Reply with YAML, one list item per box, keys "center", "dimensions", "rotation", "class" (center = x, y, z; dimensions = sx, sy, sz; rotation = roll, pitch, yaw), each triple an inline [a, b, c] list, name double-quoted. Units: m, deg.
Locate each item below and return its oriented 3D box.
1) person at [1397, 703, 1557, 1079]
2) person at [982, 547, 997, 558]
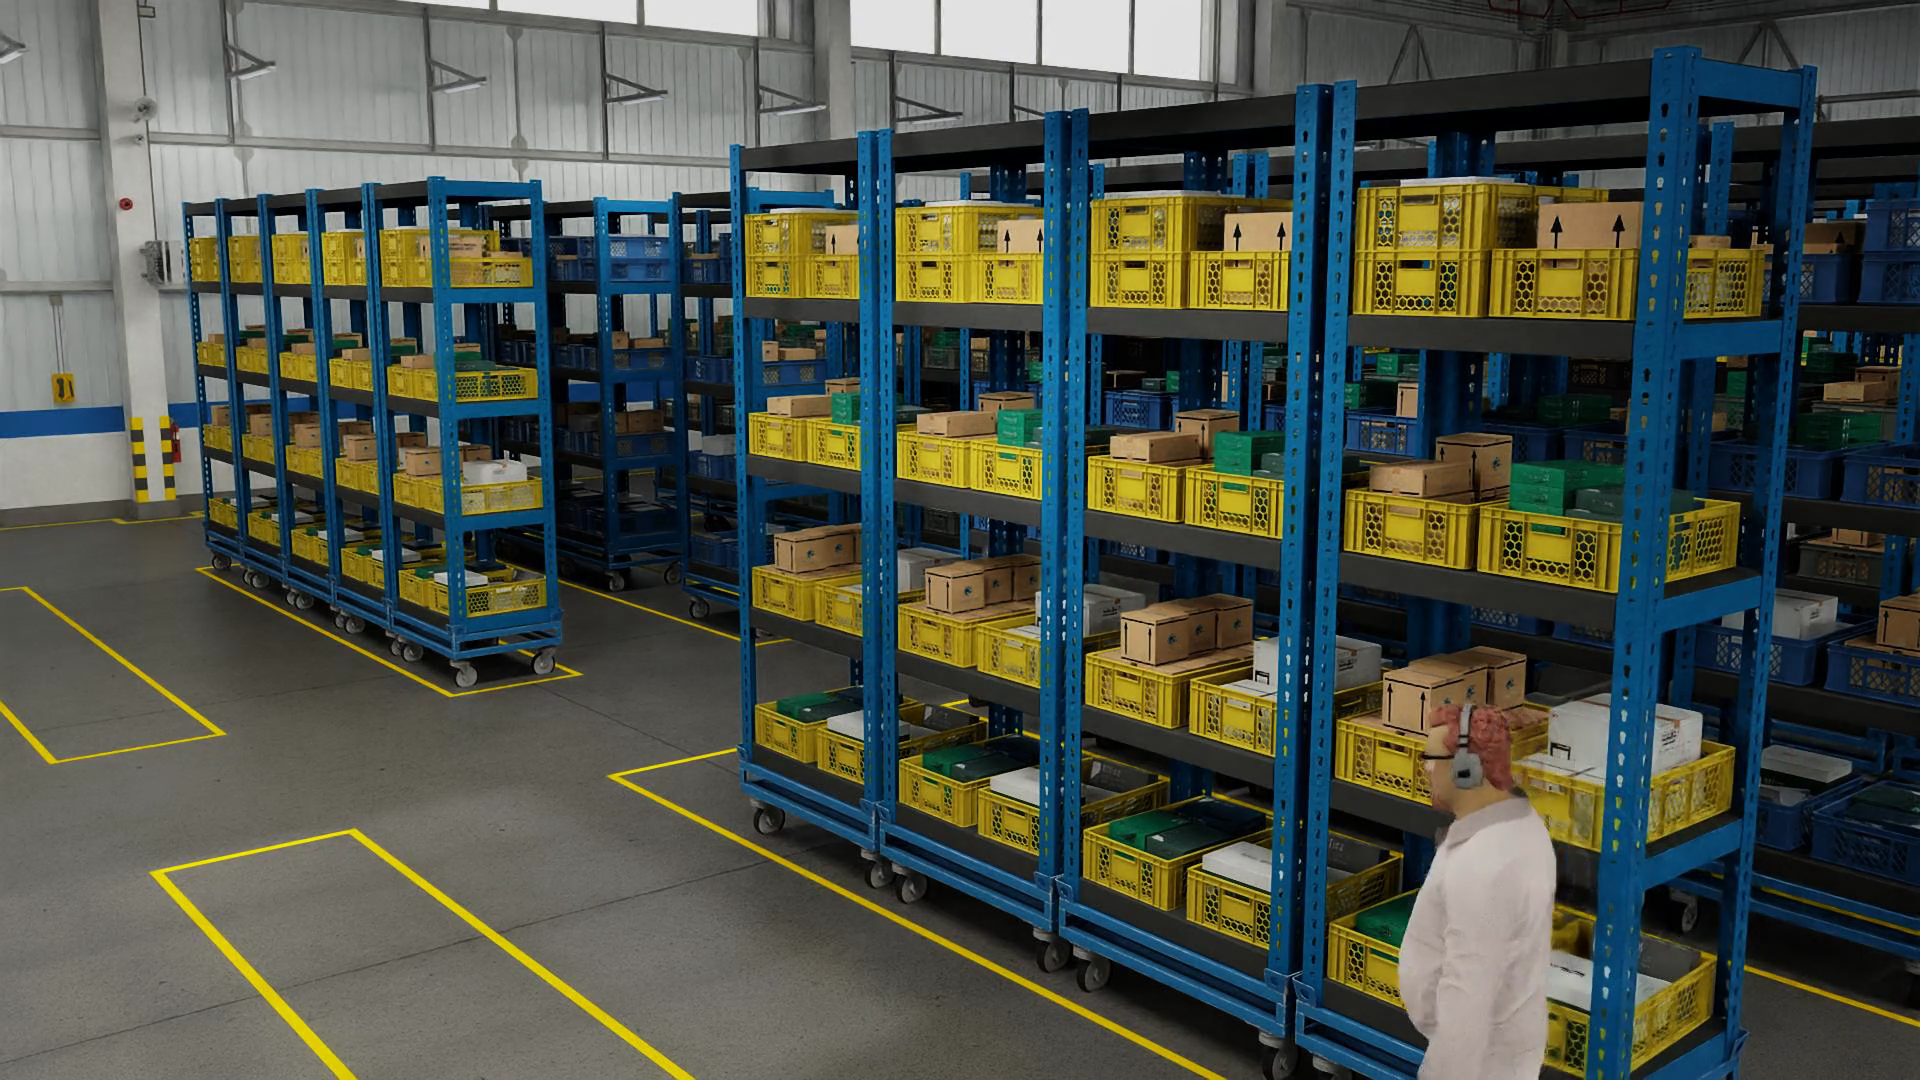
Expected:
- center: [1.474, 1.371, 4.431]
  dimensions: [0.943, 1.861, 0.703]
  rotation: [4, 10, 24]
  class: "person"
- center: [0.470, -0.307, 14.244]
  dimensions: [0.922, 1.964, 0.624]
  rotation: [-1, 9, -4]
  class: "person"
